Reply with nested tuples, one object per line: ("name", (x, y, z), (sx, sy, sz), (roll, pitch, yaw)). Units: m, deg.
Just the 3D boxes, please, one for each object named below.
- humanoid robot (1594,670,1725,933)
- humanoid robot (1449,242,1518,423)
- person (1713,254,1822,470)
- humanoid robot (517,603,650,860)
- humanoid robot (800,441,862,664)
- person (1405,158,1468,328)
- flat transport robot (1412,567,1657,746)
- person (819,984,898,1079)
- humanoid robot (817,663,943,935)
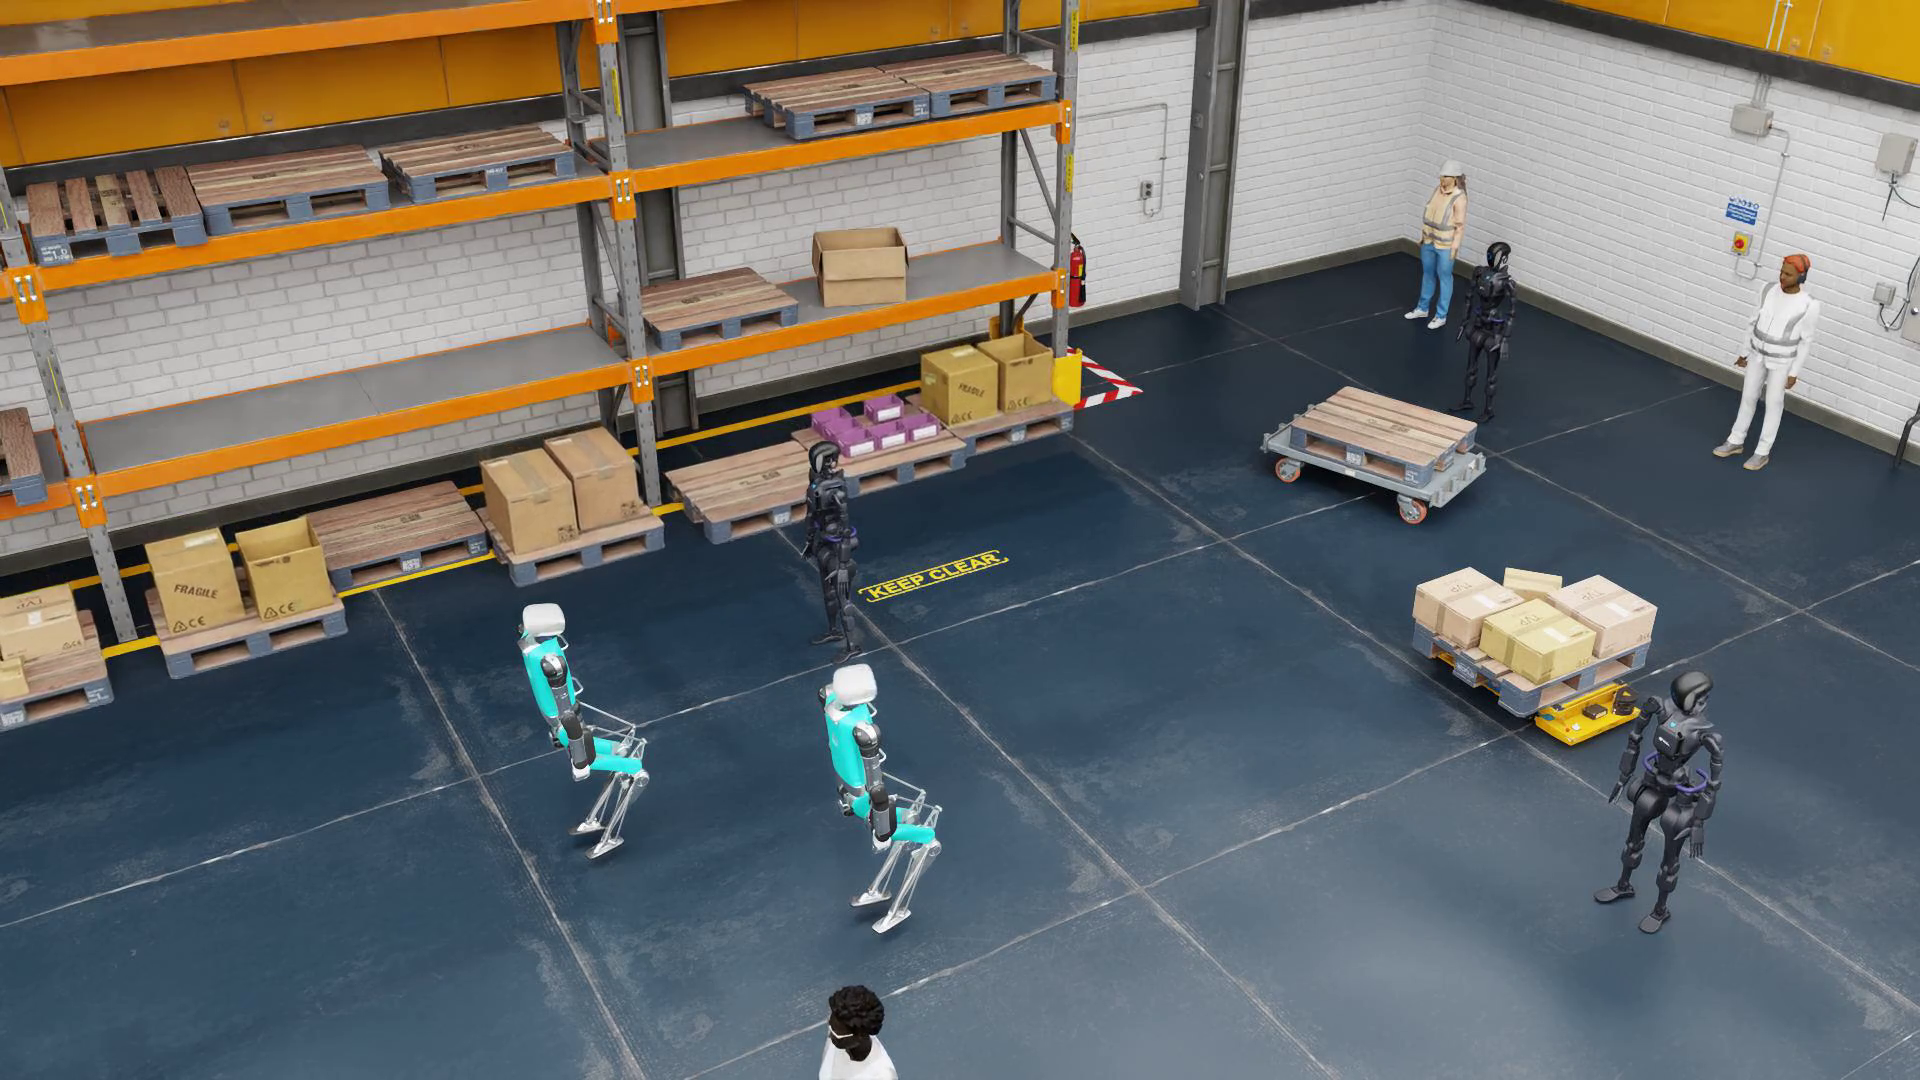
("humanoid robot", (3.842, 1.405, 9.046), (0.315, 1.653, 0.599), (-16, 33, -26))
("humanoid robot", (4.702, -1.860, 14.820), (0.315, 1.657, 0.599), (-16, 33, -26))
("person", (6.825, -1.508, 14.005), (0.354, 1.882, 0.572), (-16, 33, -26))
("humanoid robot", (-2.073, 1.046, 9.495), (0.735, 1.677, 0.533), (-16, 33, -26))
("humanoid robot", (-0.881, 0.072, 11.400), (0.315, 1.657, 0.599), (-16, 33, -26))
("person", (4.874, -3.011, 16.819), (0.363, 1.730, 0.486), (-16, 33, -26))
("flat transport robot", (3.869, 0.890, 11.399), (0.659, 0.231, 1.431), (-16, 33, -26))
("person", (-0.418, 2.536, 7.031), (0.320, 1.697, 0.531), (-16, 33, -26))
("humanoid robot", (-0.359, 1.354, 8.954), (0.735, 1.673, 0.533), (-16, 33, -26))
